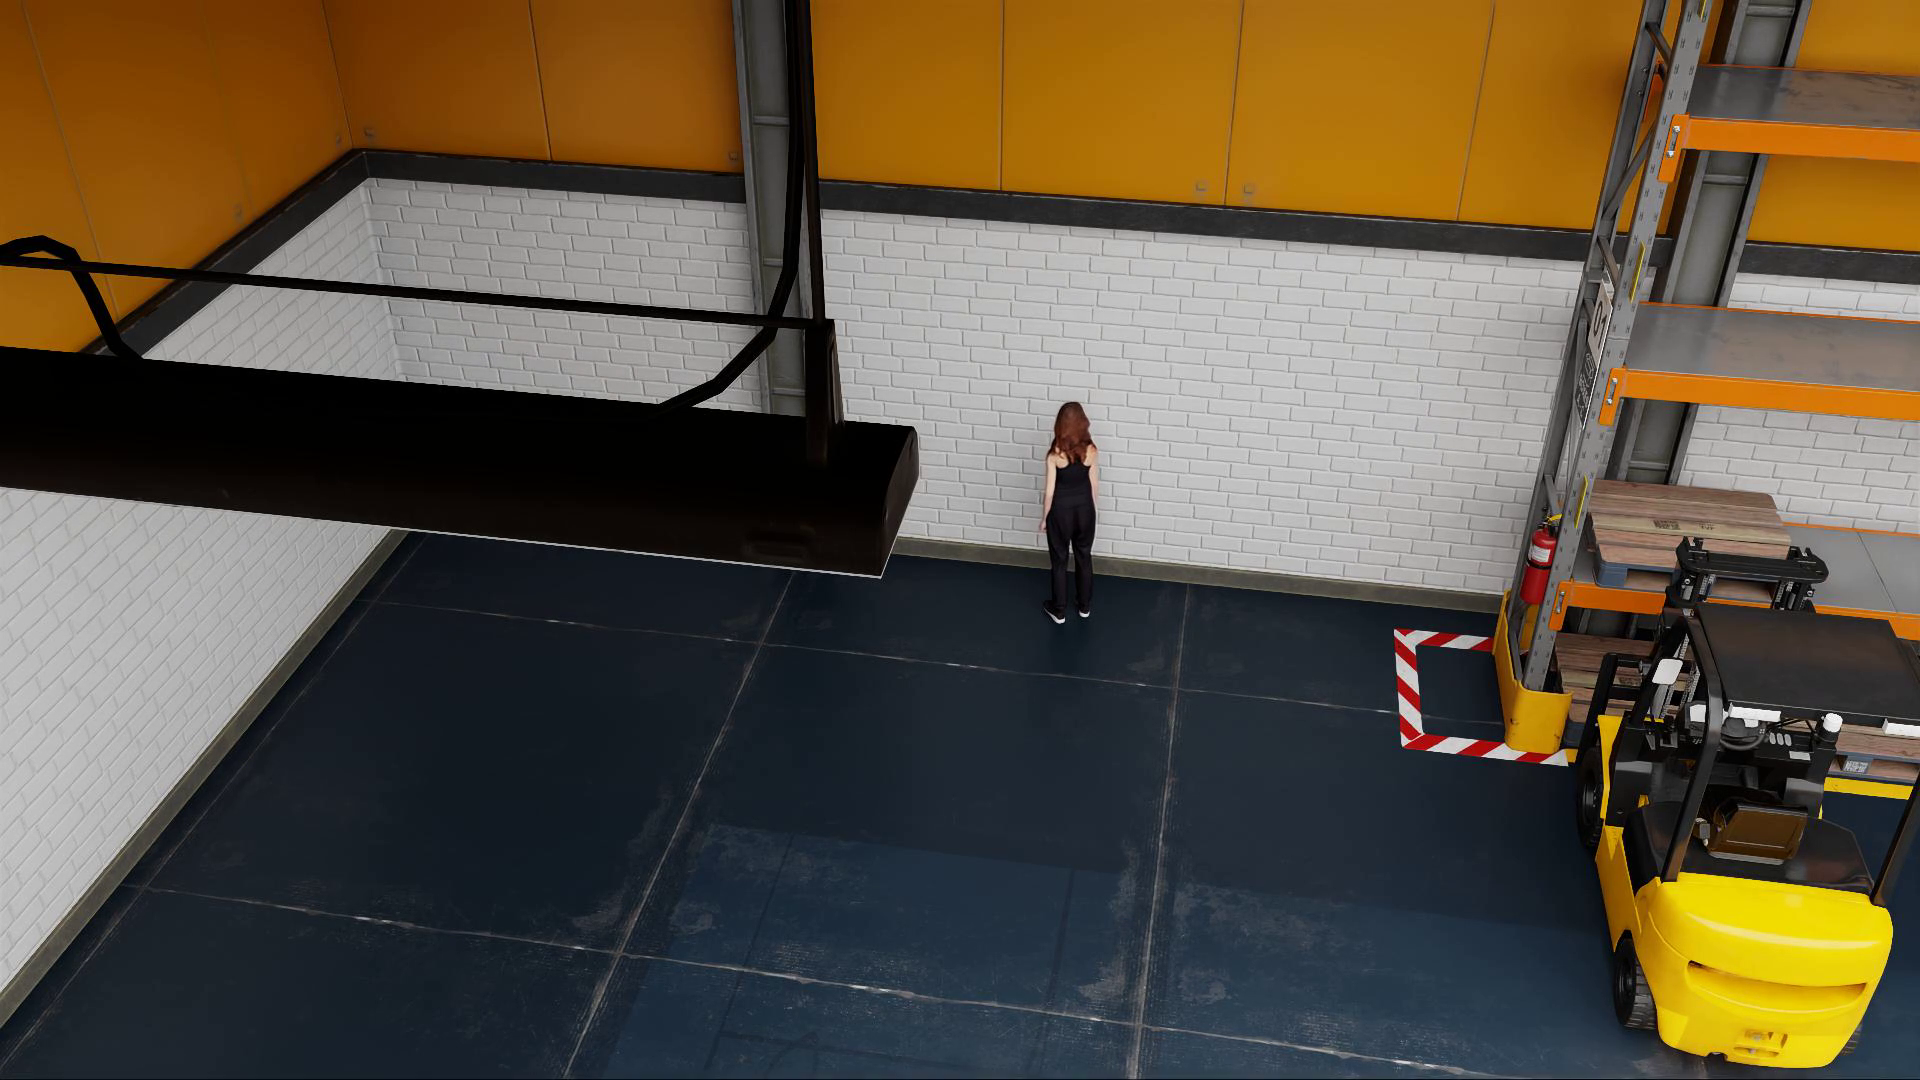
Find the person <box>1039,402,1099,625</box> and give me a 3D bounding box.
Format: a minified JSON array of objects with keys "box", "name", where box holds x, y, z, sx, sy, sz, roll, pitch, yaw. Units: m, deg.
[{"box":[0.789,-0.191,11.887,0.594,1.742,0.718,-10,35,-15],"name":"person"}]
